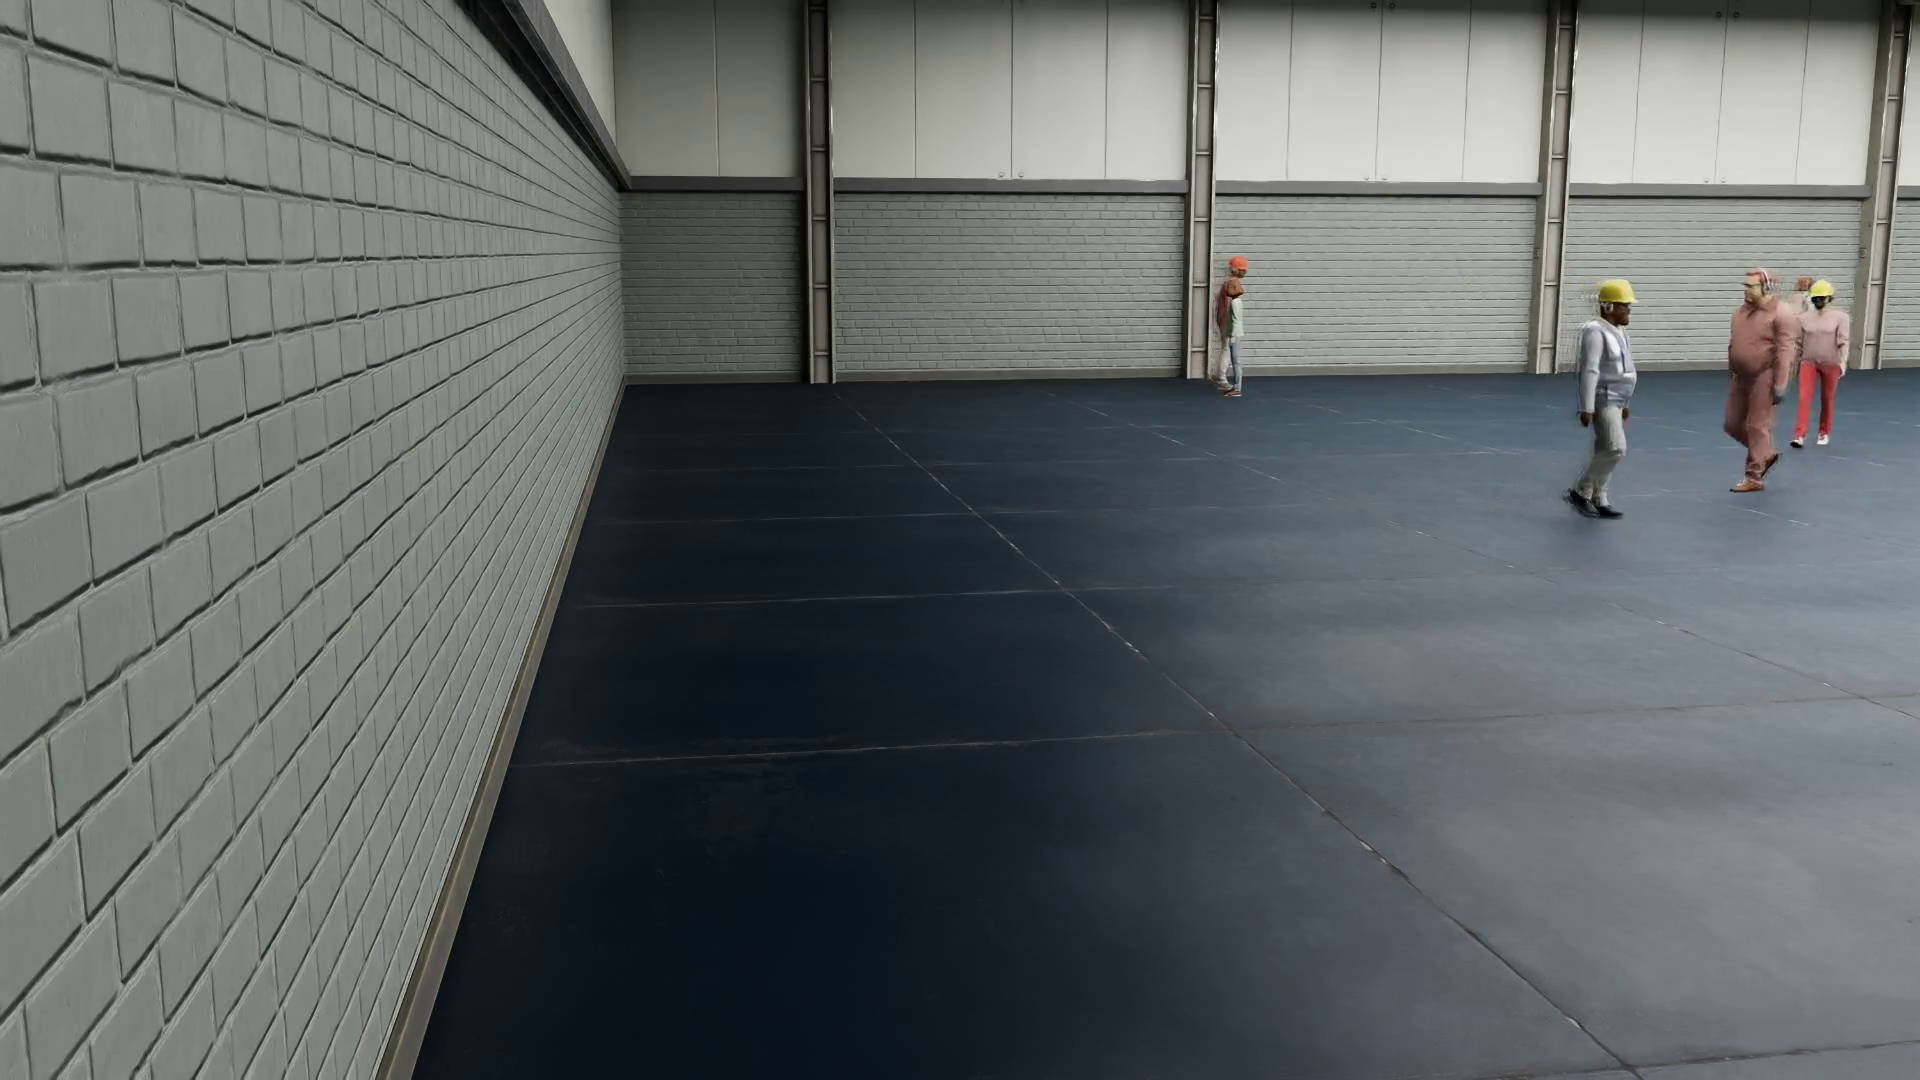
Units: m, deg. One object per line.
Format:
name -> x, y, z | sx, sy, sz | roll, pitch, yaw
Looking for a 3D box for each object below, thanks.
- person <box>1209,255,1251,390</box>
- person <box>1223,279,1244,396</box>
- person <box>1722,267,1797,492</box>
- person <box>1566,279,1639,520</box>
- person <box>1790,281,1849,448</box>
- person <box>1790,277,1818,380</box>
person -> 3.982, -3.166, 24.302 | 0.521, 1.960, 0.626 | 3, 10, 16
person -> 3.836, -2.831, 23.313 | 0.282, 1.633, 0.501 | 2, 10, 13
person -> 6.766, -1.347, 14.046 | 0.542, 1.893, 0.658 | -4, 10, -19
person -> 4.874, -1.045, 12.507 | 0.423, 1.819, 0.598 | 7, 12, 34
person -> 8.868, -1.807, 17.169 | 0.536, 1.718, 0.902 | 7, 12, 36
person -> 13.207, -3.320, 26.154 | 0.611, 1.622, 0.534 | -1, 10, -5
